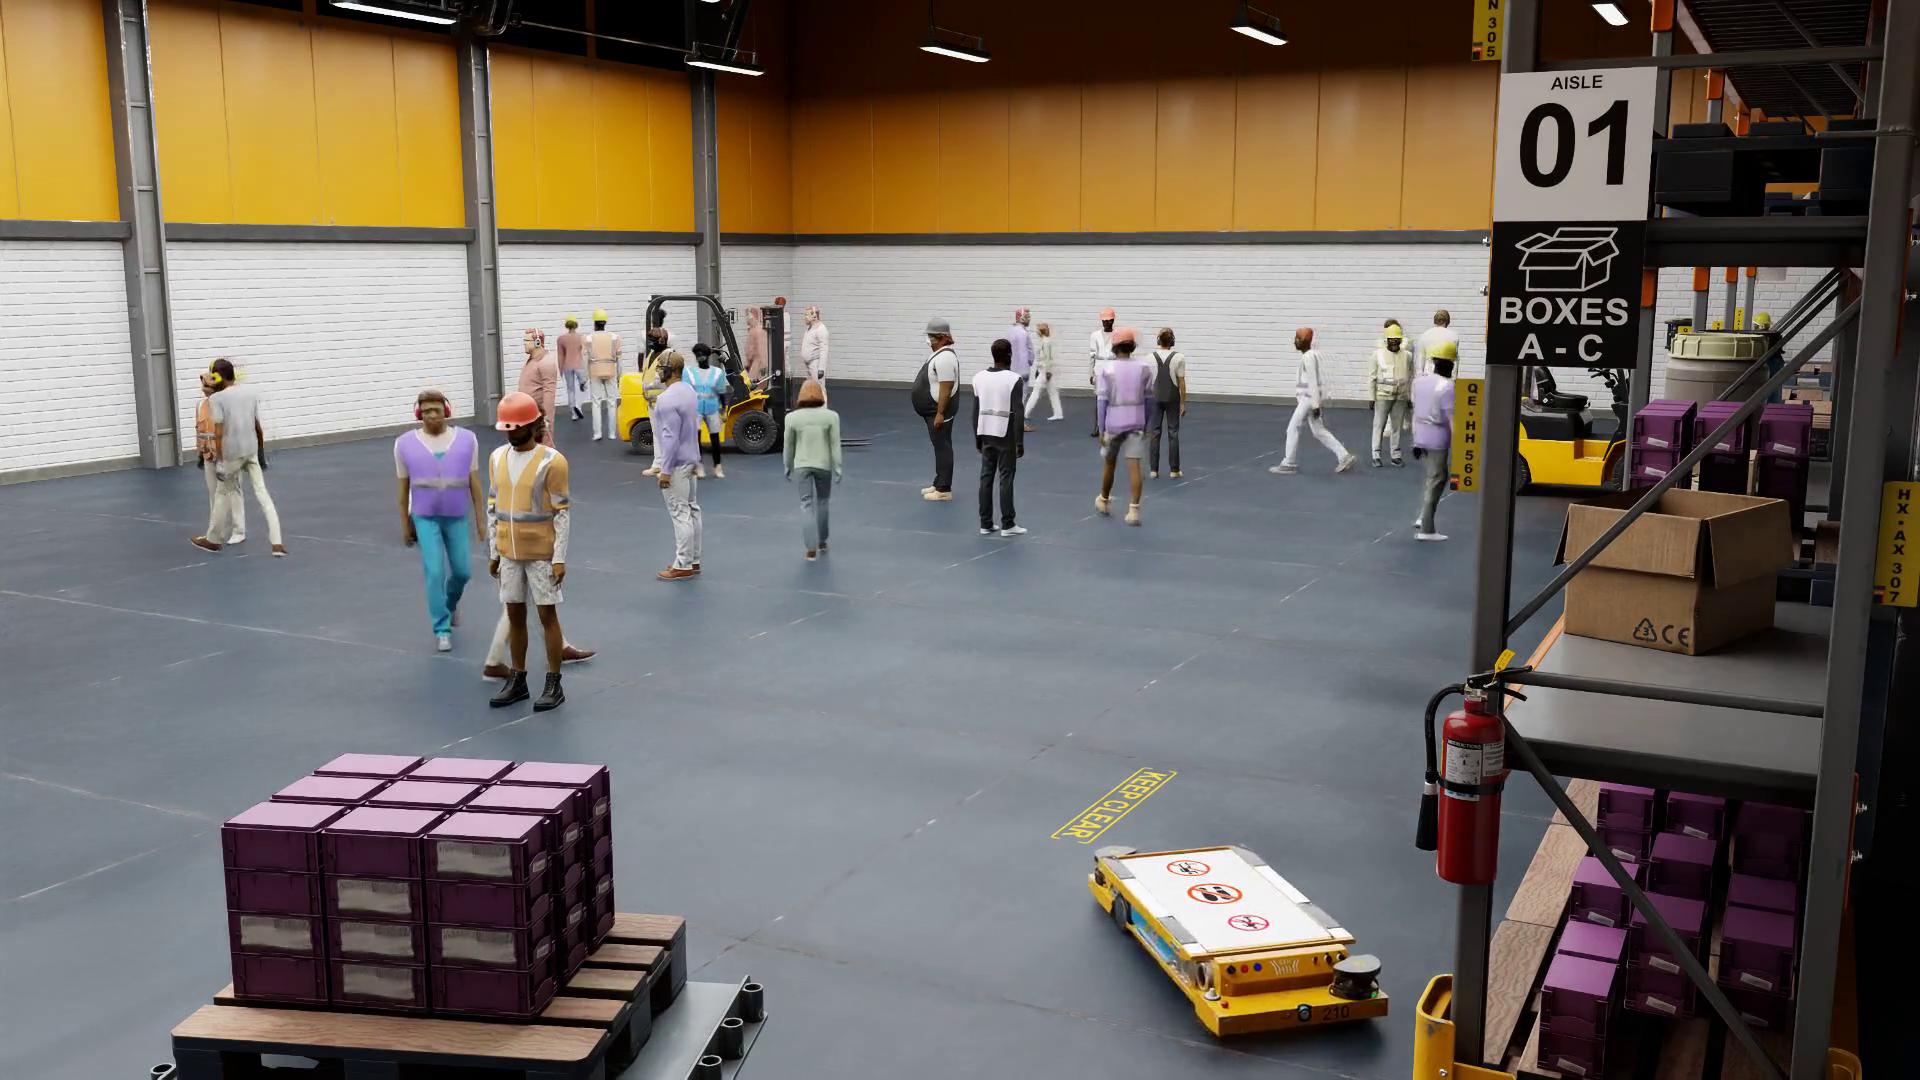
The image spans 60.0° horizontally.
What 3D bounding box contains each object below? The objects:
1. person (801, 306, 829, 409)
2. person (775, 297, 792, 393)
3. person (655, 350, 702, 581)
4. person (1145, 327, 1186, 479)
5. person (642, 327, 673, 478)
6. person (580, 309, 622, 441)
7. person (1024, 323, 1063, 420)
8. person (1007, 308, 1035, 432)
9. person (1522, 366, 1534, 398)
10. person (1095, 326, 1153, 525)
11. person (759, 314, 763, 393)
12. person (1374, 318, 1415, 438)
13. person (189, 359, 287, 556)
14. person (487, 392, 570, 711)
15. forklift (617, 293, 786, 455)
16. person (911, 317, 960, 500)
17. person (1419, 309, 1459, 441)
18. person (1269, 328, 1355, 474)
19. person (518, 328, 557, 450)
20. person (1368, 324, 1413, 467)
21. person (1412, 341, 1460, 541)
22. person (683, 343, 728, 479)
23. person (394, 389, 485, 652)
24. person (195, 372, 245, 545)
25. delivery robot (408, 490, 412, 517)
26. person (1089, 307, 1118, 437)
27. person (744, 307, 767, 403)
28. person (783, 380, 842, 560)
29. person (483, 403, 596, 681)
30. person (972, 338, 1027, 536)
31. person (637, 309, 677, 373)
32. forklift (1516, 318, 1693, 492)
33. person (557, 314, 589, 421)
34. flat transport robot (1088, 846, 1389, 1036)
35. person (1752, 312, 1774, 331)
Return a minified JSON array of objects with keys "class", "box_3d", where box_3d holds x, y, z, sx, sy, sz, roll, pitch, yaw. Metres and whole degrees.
[{"class":"person","box_3d":[-2.316,-2.739,26.322,0.403,1.906,0.652,-5,11,-25]},{"class":"person","box_3d":[-3.499,-3.804,32.551,0.355,1.885,0.574,4,11,21]},{"class":"person","box_3d":[-2.380,-0.625,13.987,0.377,1.940,0.629,2,10,10]},{"class":"person","box_3d":[2.502,-1.664,20.276,0.506,1.846,0.346,3,10,16]},{"class":"person","box_3d":[-3.670,-1.677,20.360,0.429,1.845,0.620,-8,12,-38]},{"class":"person","box_3d":[-5.264,-2.402,24.389,0.642,1.927,0.504,-4,11,-21]},{"class":"person","box_3d":[1.304,-2.745,27.232,0.857,1.588,0.535,0,10,3]},{"class":"person","box_3d":[0.954,-2.622,25.643,0.403,1.906,0.652,-2,10,-13]},{"class":"person","box_3d":[7.358,-1.978,22.247,0.631,1.815,0.914,0,10,-1]},{"class":"person","box_3d":[1.669,-1.189,17.075,0.615,1.989,1.043,-1,10,-7]},{"class":"person","box_3d":[-3.275,-3.021,28.363,0.531,1.765,0.327,1,10,3]},{"class":"person","box_3d":[6.564,-2.449,25.032,0.636,1.793,0.871,9,13,42]},{"class":"person","box_3d":[-6.586,-0.744,15.125,1.023,1.781,0.636,6,11,30]},{"class":"person","box_3d":[-2.611,0.069,10.004,0.542,1.929,0.368,3,10,19]},{"class":"forklift","box_3d":[-3.588,-2.317,23.042,2.313,2.155,1.214,-1,10,-5]},{"class":"person","box_3d":[-0.274,-1.469,18.577,0.537,2.000,0.682,-1,10,-4]},{"class":"person","box_3d":[6.970,-2.388,24.241,0.371,1.933,0.632,-8,13,-40]},{"class":"person","box_3d":[4.424,-1.724,20.676,0.977,1.841,0.587,3,10,17]},{"class":"person","box_3d":[-4.754,-1.421,18.689,0.409,1.909,0.643,-7,12,-34]},{"class":"person","box_3d":[5.546,-1.851,21.392,0.600,1.831,0.404,-2,10,-9]},{"class":"person","box_3d":[4.574,-0.933,15.863,0.494,1.908,0.605,-3,10,-15]},{"class":"person","box_3d":[-3.079,-1.551,20.112,0.546,1.667,0.452,-2,10,-12]},{"class":"person","box_3d":[-3.636,-0.162,11.640,0.581,1.820,0.622,-5,11,-25]},{"class":"person","box_3d":[-6.989,-0.773,15.721,0.514,1.637,0.314,4,10,20]},{"class":"delivery robot","box_3d":[-5.153,-0.350,16.129,0.477,0.478,0.707,-6,12,-33]},{"class":"person","box_3d":[2.200,-2.502,24.857,0.551,1.937,0.357,2,10,12]},{"class":"person","box_3d":[-3.388,-2.861,27.203,0.848,1.857,0.667,-2,10,-11]},{"class":"person","box_3d":[-1.337,-0.650,15.095,0.524,1.598,0.789,-1,10,-6]},{"class":"person","box_3d":[-2.776,-0.011,10.821,0.704,1.825,0.549,-3,10,-17]},{"class":"person","box_3d":[0.370,-0.998,16.213,0.590,1.916,0.396,8,12,37]},{"class":"person","box_3d":[-4.633,-2.588,25.487,0.606,1.891,1.078,-1,10,-6]},{"class":"forklift","box_3d":[7.066,-1.601,18.899,2.313,2.155,1.214,5,11,27]},{"class":"person","box_3d":[-6.306,-2.813,27.161,0.549,1.752,0.443,0,10,1]},{"class":"flat transport robot","box_3d":[1.034,1.501,6.501,0.652,0.197,1.431,-2,10,-14]},{"class":"person","box_3d":[12.389,-2.621,25.850,0.404,1.829,0.600,1,10,6]}]
